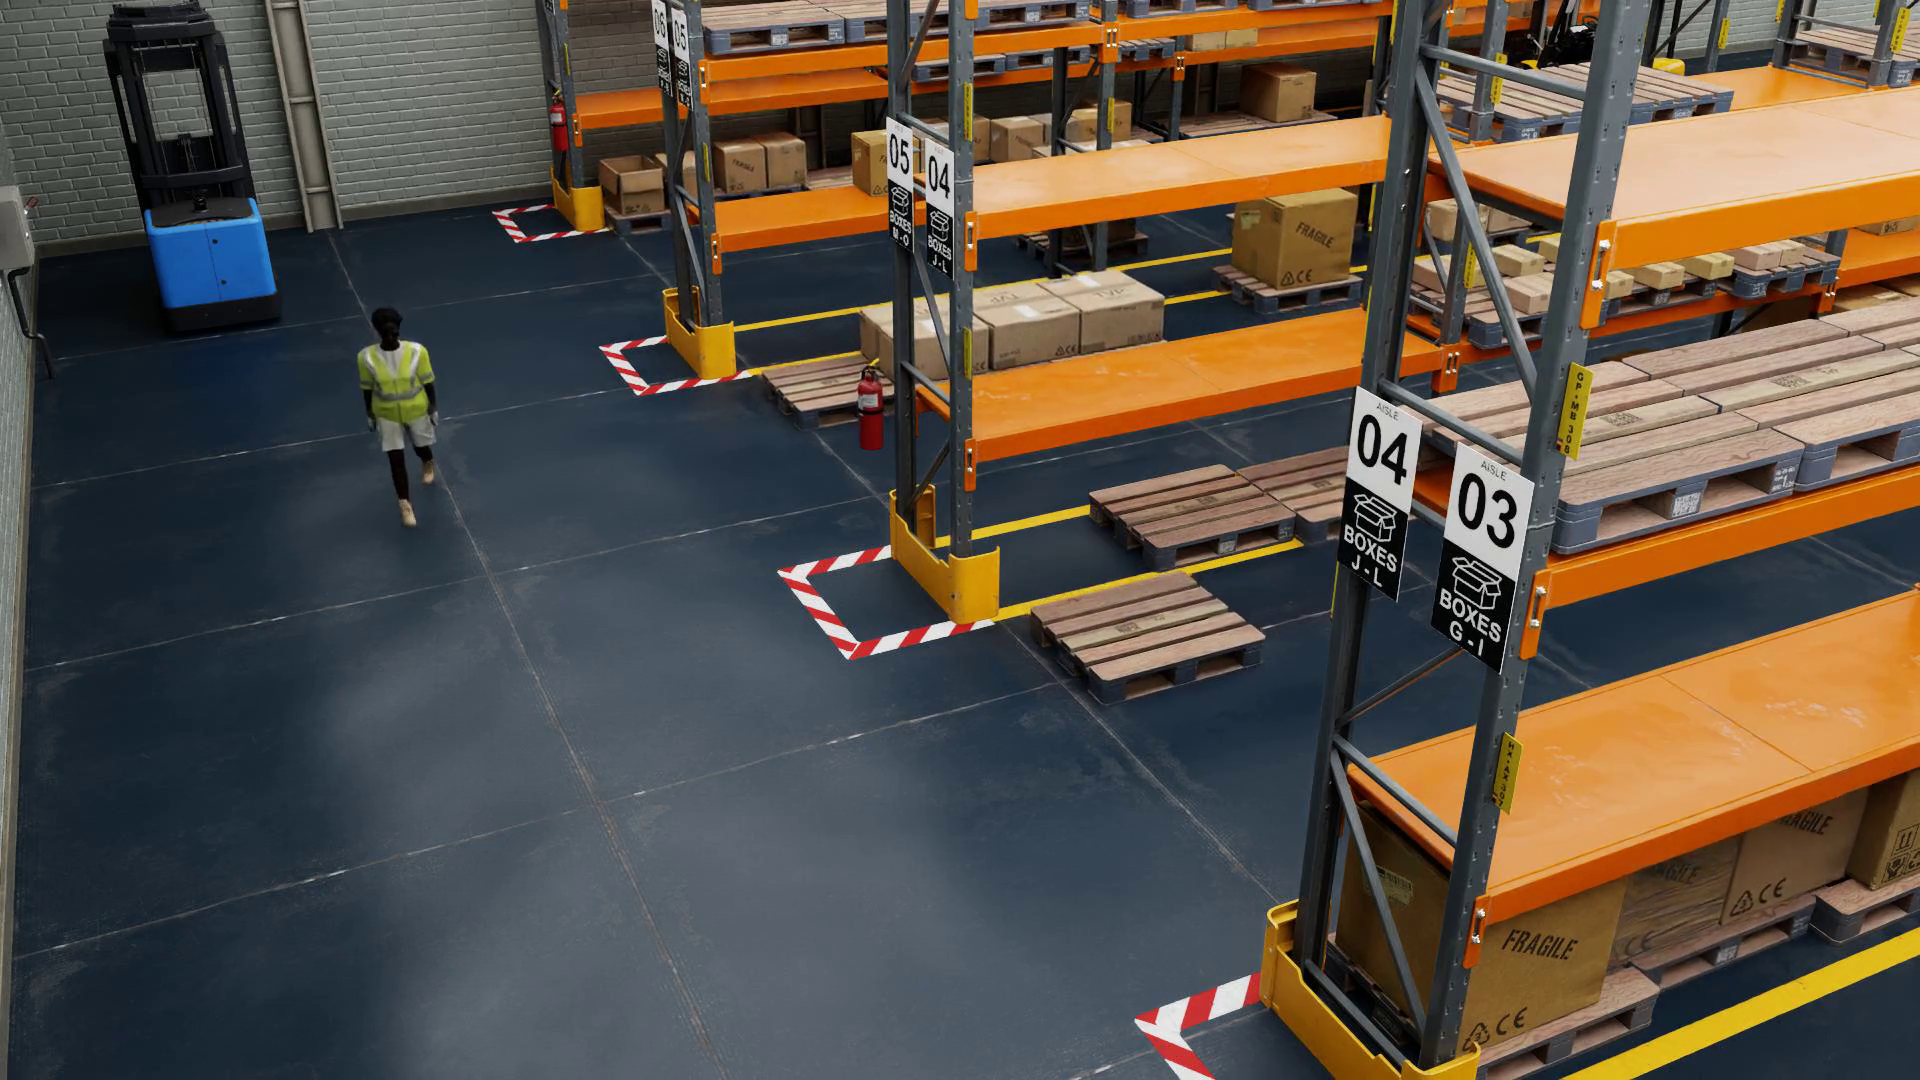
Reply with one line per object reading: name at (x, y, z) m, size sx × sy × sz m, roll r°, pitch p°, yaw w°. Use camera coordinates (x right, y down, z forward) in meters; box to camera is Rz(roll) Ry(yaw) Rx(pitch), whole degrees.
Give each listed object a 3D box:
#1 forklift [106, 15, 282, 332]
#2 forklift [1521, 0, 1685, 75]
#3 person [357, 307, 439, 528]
forklift at (-7.548, -3.672, 16.323) m, size 1.129 × 2.768 × 1.873 m, roll -12°, pitch 30°, yaw -22°
forklift at (8.950, -6.807, 23.056) m, size 1.214 × 2.155 × 2.313 m, roll -12°, pitch 30°, yaw -22°
person at (-4.185, -0.994, 12.475) m, size 0.536 × 1.676 × 0.718 m, roll -8°, pitch 29°, yaw -14°
